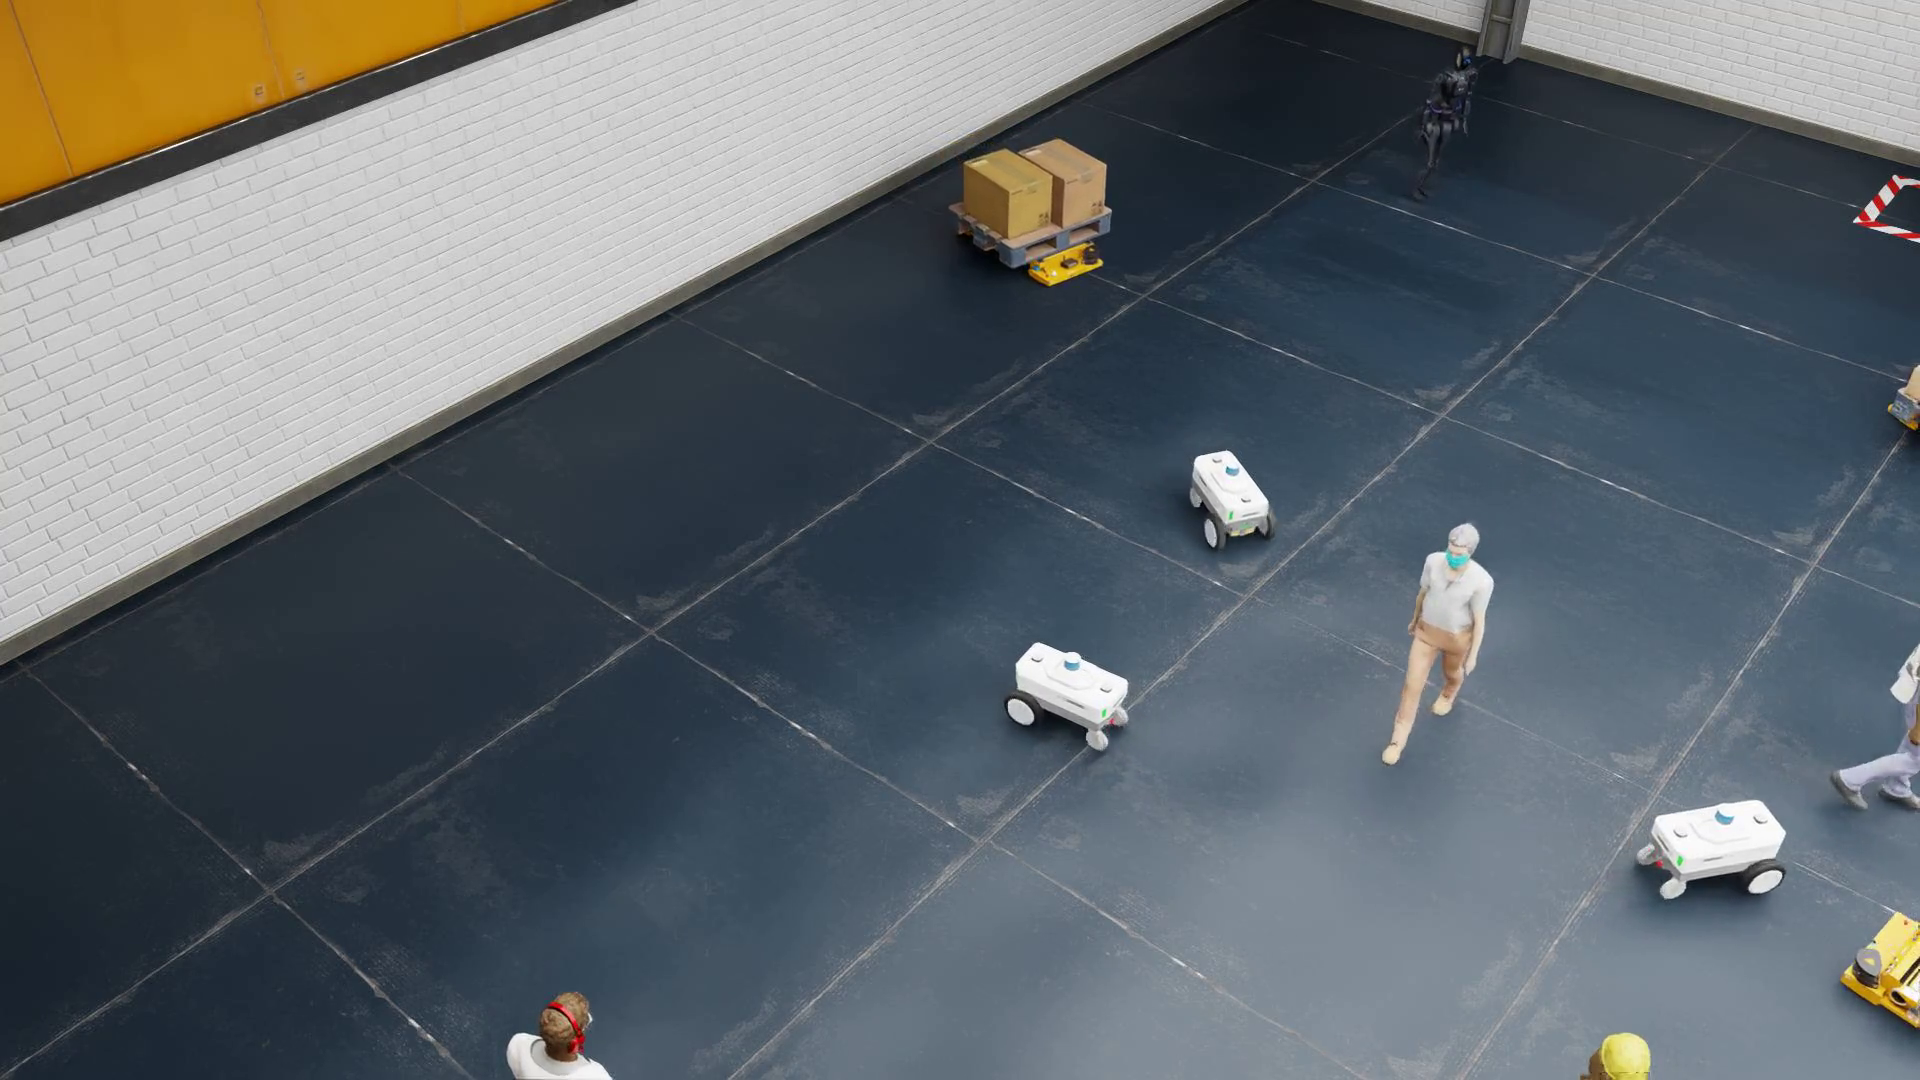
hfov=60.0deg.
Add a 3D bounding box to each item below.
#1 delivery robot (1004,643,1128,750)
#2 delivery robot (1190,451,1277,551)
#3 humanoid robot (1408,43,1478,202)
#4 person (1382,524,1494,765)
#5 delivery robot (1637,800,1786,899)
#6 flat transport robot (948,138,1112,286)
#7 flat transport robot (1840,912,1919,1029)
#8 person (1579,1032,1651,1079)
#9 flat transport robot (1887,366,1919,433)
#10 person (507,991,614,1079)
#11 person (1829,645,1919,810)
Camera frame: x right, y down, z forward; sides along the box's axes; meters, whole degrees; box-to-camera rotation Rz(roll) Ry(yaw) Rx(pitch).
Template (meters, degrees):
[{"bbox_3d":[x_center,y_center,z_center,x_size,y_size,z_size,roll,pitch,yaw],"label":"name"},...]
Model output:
[{"bbox_3d":[0.703,0.977,10.847,0.781,0.595,0.499,22,44,25],"label":"delivery robot"},{"bbox_3d":[2.027,-0.300,12.445,0.499,0.614,0.790,-11,40,-13],"label":"delivery robot"},{"bbox_3d":[4.702,-4.100,16.264,0.613,1.640,0.447,-15,41,-18],"label":"humanoid robot"},{"bbox_3d":[3.050,0.571,10.432,0.494,1.706,0.882,25,45,28],"label":"person"},{"bbox_3d":[4.454,1.788,9.823,0.759,0.575,0.499,-7,39,-9],"label":"delivery robot"},{"bbox_3d":[0.653,-2.863,15.840,0.659,0.231,1.431,-25,45,-28],"label":"flat transport robot"},{"bbox_3d":[5.654,2.618,9.037,0.659,0.231,1.431,-29,47,-31],"label":"flat transport robot"},{"bbox_3d":[2.856,2.864,7.576,0.489,1.720,0.731,3,39,4],"label":"person"},{"bbox_3d":[8.220,-0.788,13.265,0.659,0.231,1.431,-14,41,-17],"label":"flat transport robot"},{"bbox_3d":[-1.752,2.746,7.635,0.565,1.833,0.392,18,42,21],"label":"person"},{"bbox_3d":[5.745,0.950,9.870,0.510,1.829,0.572,24,45,27],"label":"person"}]
